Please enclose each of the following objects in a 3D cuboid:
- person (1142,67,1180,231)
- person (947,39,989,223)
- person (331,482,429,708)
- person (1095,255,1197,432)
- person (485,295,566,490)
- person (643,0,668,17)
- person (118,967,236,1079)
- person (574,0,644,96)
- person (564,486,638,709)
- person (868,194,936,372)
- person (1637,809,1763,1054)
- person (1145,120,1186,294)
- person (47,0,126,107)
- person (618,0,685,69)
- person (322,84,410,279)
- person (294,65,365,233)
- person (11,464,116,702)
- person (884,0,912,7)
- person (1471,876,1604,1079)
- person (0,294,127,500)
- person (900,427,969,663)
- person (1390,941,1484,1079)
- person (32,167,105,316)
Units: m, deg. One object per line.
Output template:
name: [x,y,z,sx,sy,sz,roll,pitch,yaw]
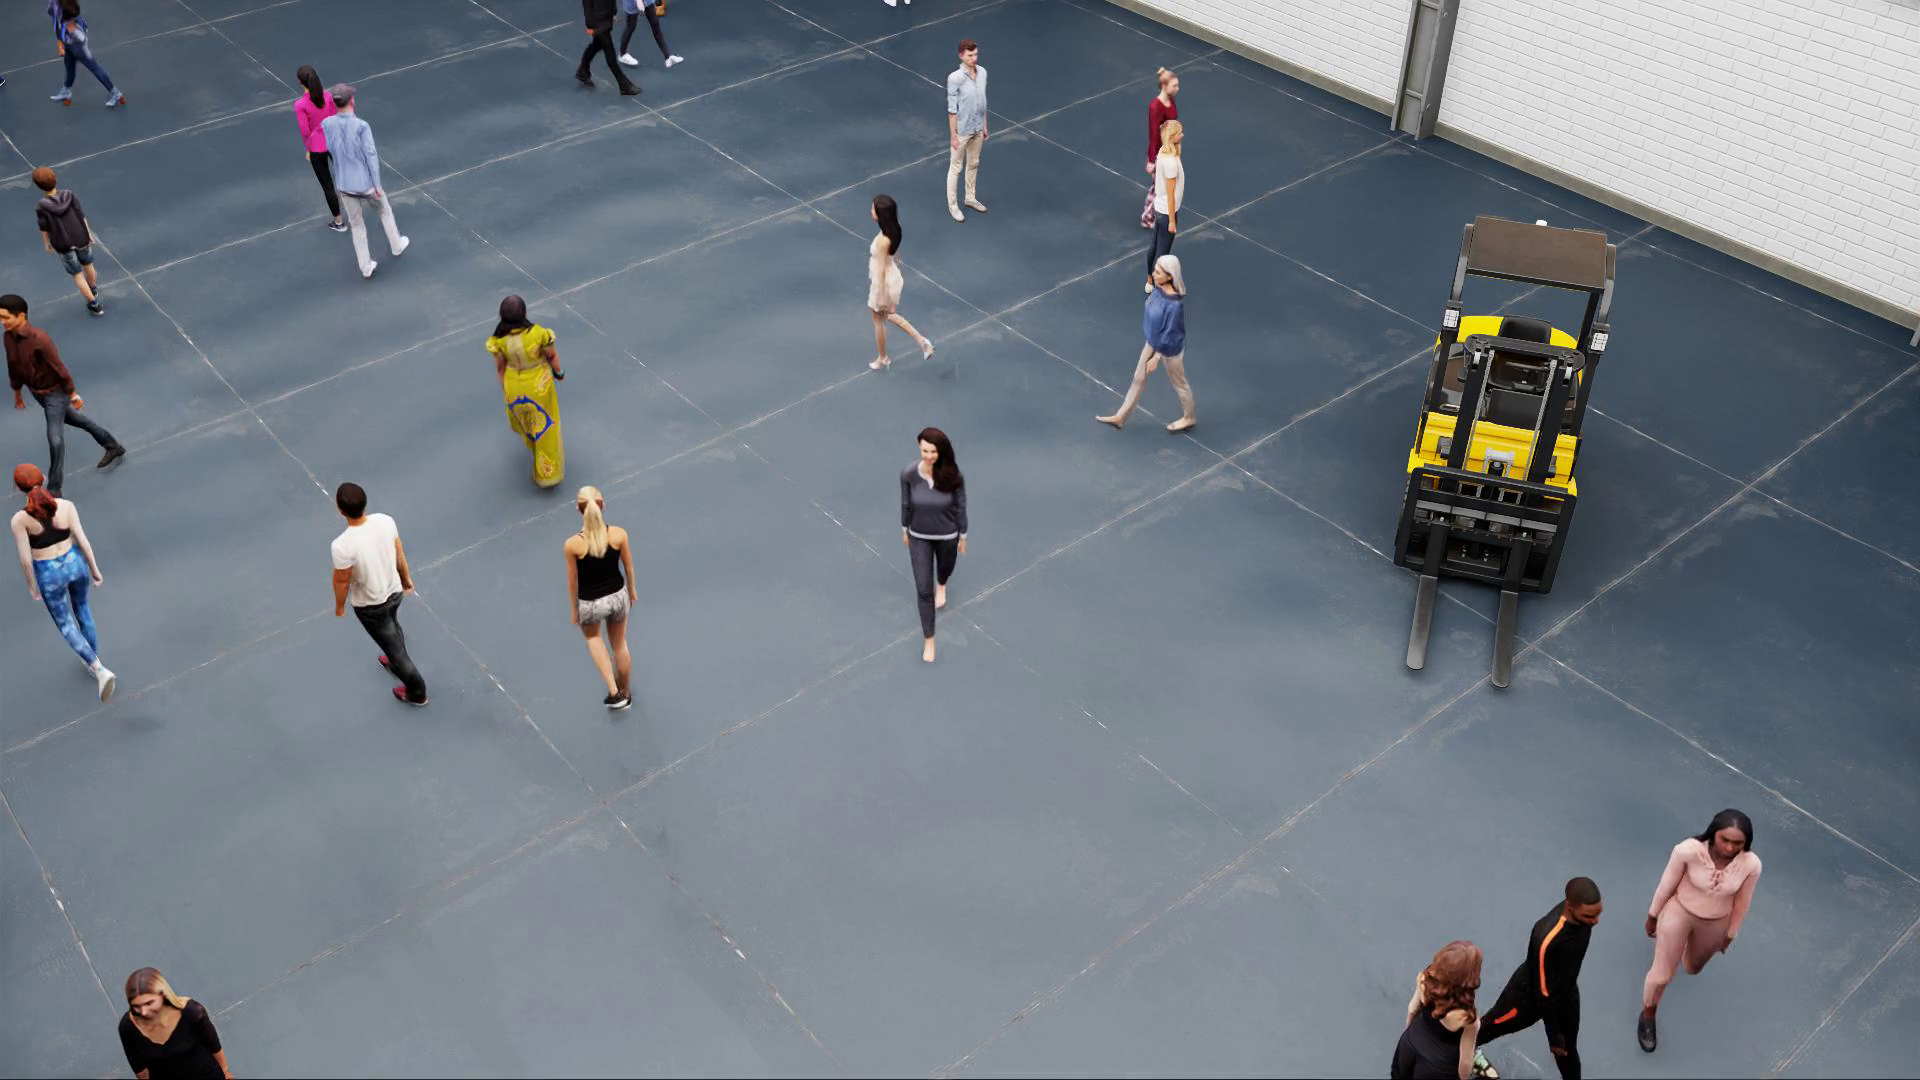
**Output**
person: [1.931,-3.864,16.530,0.737,1.692,0.749,17,42,20]
person: [0.076,-4.159,16.775,0.644,1.847,0.535,-27,46,-30]
person: [-3.825,0.406,11.117,0.926,1.785,0.820,17,42,20]
person: [1.773,-1.572,13.703,1.012,1.648,1.129,-9,40,-11]
person: [-3.407,-1.135,13.176,1.177,1.623,1.279,-1,39,-1]
person: [-3.933,-7.538,21.114,0.765,1.711,0.677,-1,39,-2]
person: [-3.852,2.700,8.323,0.604,1.677,0.572,-12,40,-15]
person: [-4.233,-6.012,19.186,1.231,1.733,1.027,13,40,16]
person: [-2.345,0.448,11.018,0.709,1.831,0.758,-16,41,-19]
person: [-0.553,-2.174,14.388,0.943,1.724,0.836,9,39,11]
person: [4.013,2.038,9.130,1.032,1.703,1.019,10,40,12]
person: [1.898,-3.041,15.406,0.732,1.809,0.630,-3,39,-3]
person: [-9.934,-5.643,18.849,0.938,1.578,1.049,-10,40,-12]
person: [-3.895,-6.446,19.714,1.218,1.754,0.961,18,42,21]
person: [-5.739,-3.351,15.754,1.008,1.858,1.071,2,39,2]
person: [-6.327,-3.912,16.594,0.600,1.698,0.619,29,47,31]
person: [-6.012,0.316,11.247,0.983,1.763,0.642,30,47,32]
person: [-0.810,-7.758,21.377,0.686,1.726,0.688,-13,41,-16]
person: [2.956,2.327,8.725,0.655,1.757,1.155,-26,45,-29]
person: [-7.117,-1.190,13.150,1.192,1.731,1.038,17,42,20]
person: [-0.176,-0.079,11.762,1.038,1.728,1.167,-1,39,-1]
person: [2.354,2.616,8.373,0.648,1.745,0.460,-24,44,-27]
person: [-8.183,-2.733,15.324,0.565,1.430,0.804,-30,47,-32]
